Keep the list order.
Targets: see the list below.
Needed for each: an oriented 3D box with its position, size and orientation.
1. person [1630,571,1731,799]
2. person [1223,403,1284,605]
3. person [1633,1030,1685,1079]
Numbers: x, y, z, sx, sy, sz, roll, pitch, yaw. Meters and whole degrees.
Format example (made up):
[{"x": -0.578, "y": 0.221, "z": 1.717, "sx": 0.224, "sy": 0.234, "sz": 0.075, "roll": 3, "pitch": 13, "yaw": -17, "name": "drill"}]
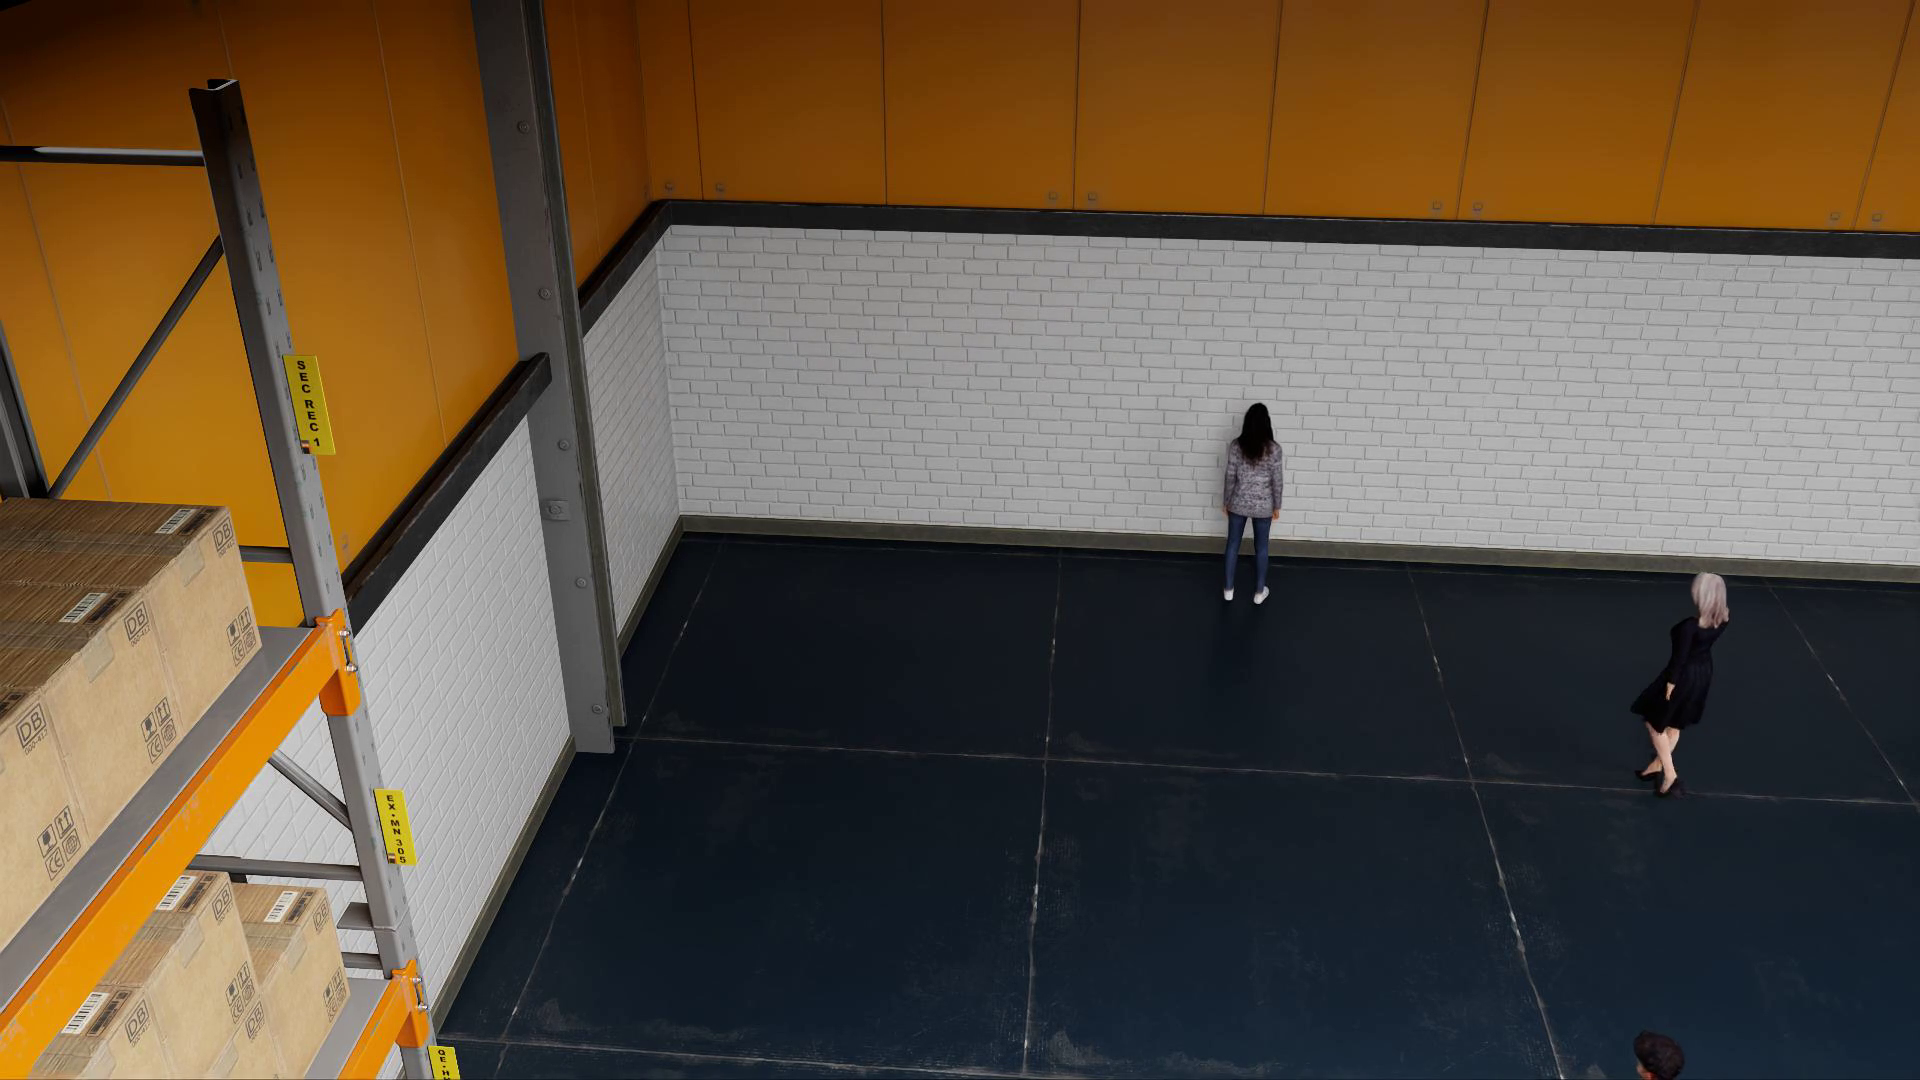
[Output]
[{"x": 4.892, "y": 0.998, "z": 11.151, "sx": 0.801, "sy": 1.742, "sz": 0.853, "roll": -15, "pitch": 32, "yaw": -25, "name": "person"}, {"x": 2.364, "y": -0.300, "z": 13.541, "sx": 0.657, "sy": 1.732, "sz": 0.581, "roll": 8, "pitch": 30, "yaw": 14, "name": "person"}, {"x": 3.318, "y": 2.910, "z": 8.156, "sx": 0.580, "sy": 1.255, "sz": 0.637, "roll": -21, "pitch": 35, "yaw": -33, "name": "person"}]
